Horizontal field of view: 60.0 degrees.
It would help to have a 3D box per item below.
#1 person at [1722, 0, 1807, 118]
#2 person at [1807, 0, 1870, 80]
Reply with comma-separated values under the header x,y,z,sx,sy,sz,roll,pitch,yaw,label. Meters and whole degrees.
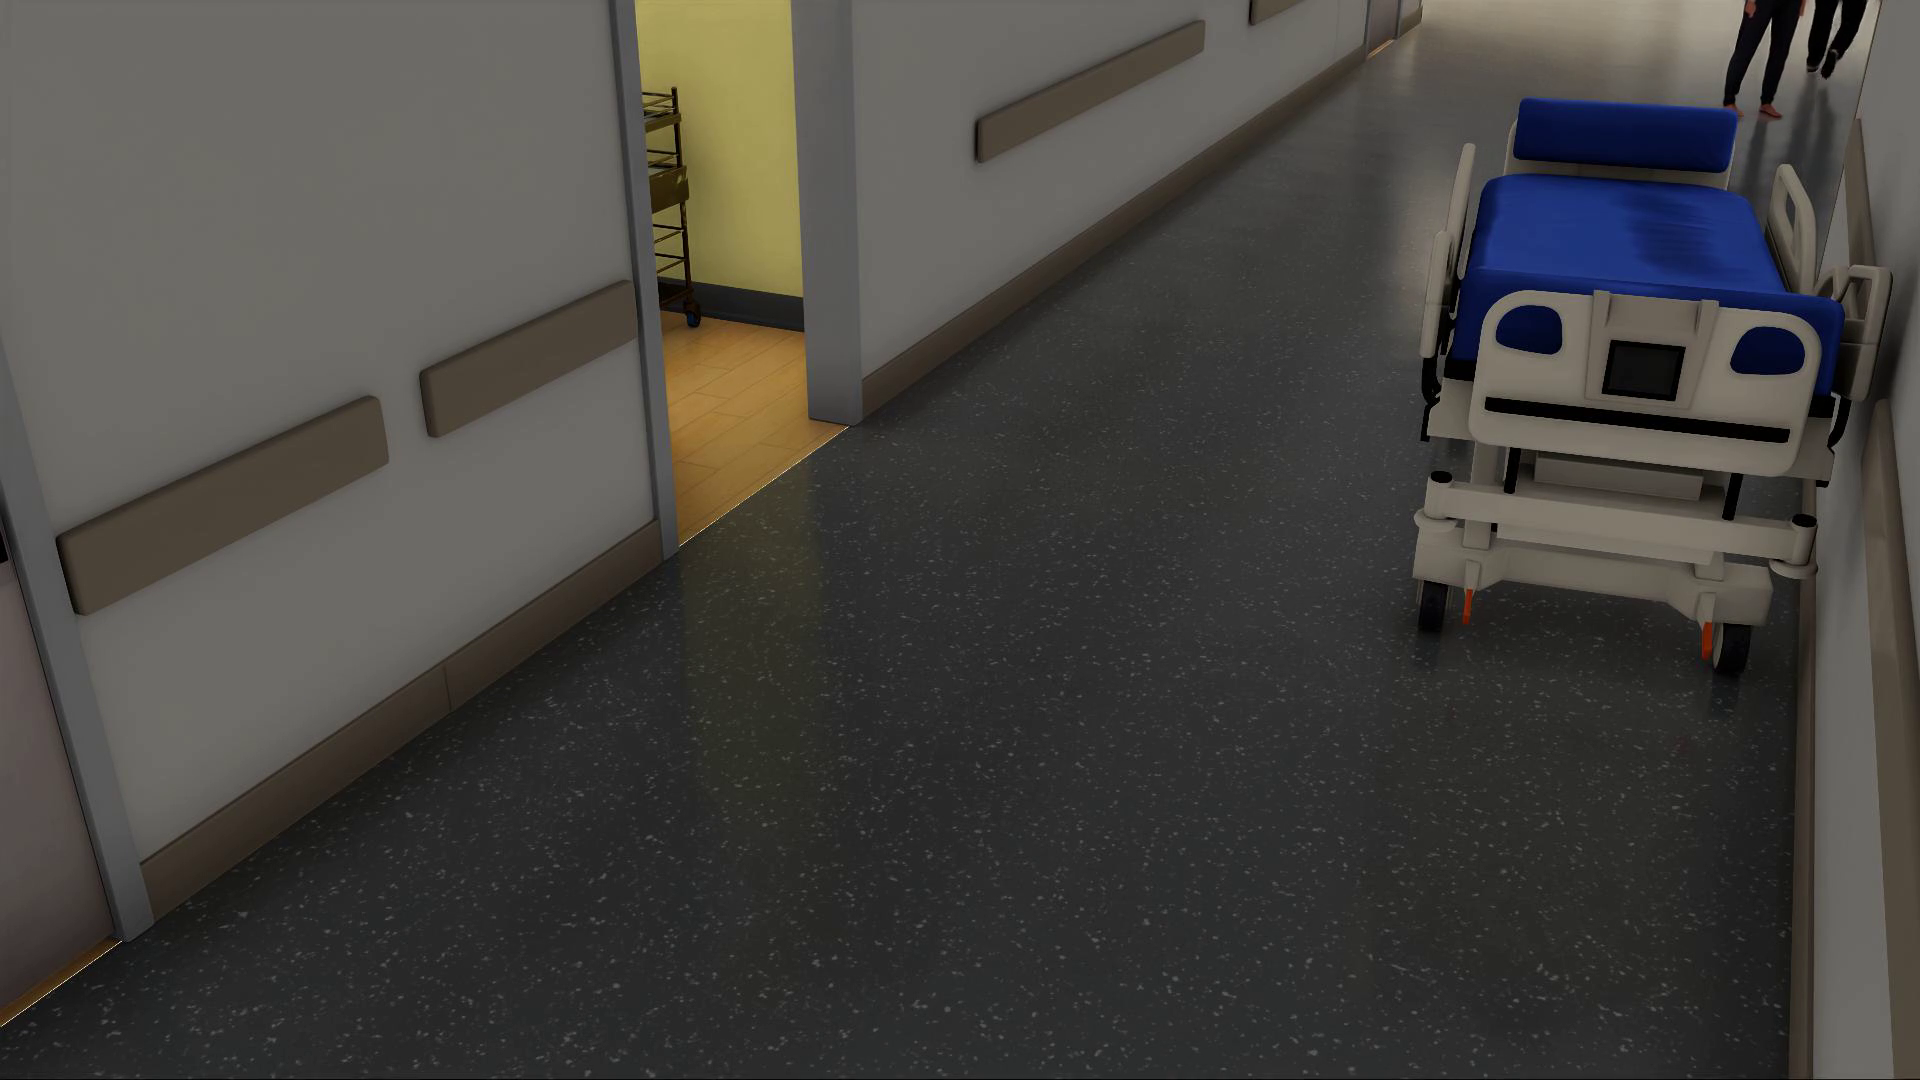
x,y,z,sx,sy,sz,roll,pitch,yaw,label
5.816,-3.905,11.849,0.622,1.723,0.744,-1,26,-3,person
7.019,-4.458,13.152,0.910,1.588,0.826,14,29,27,person
